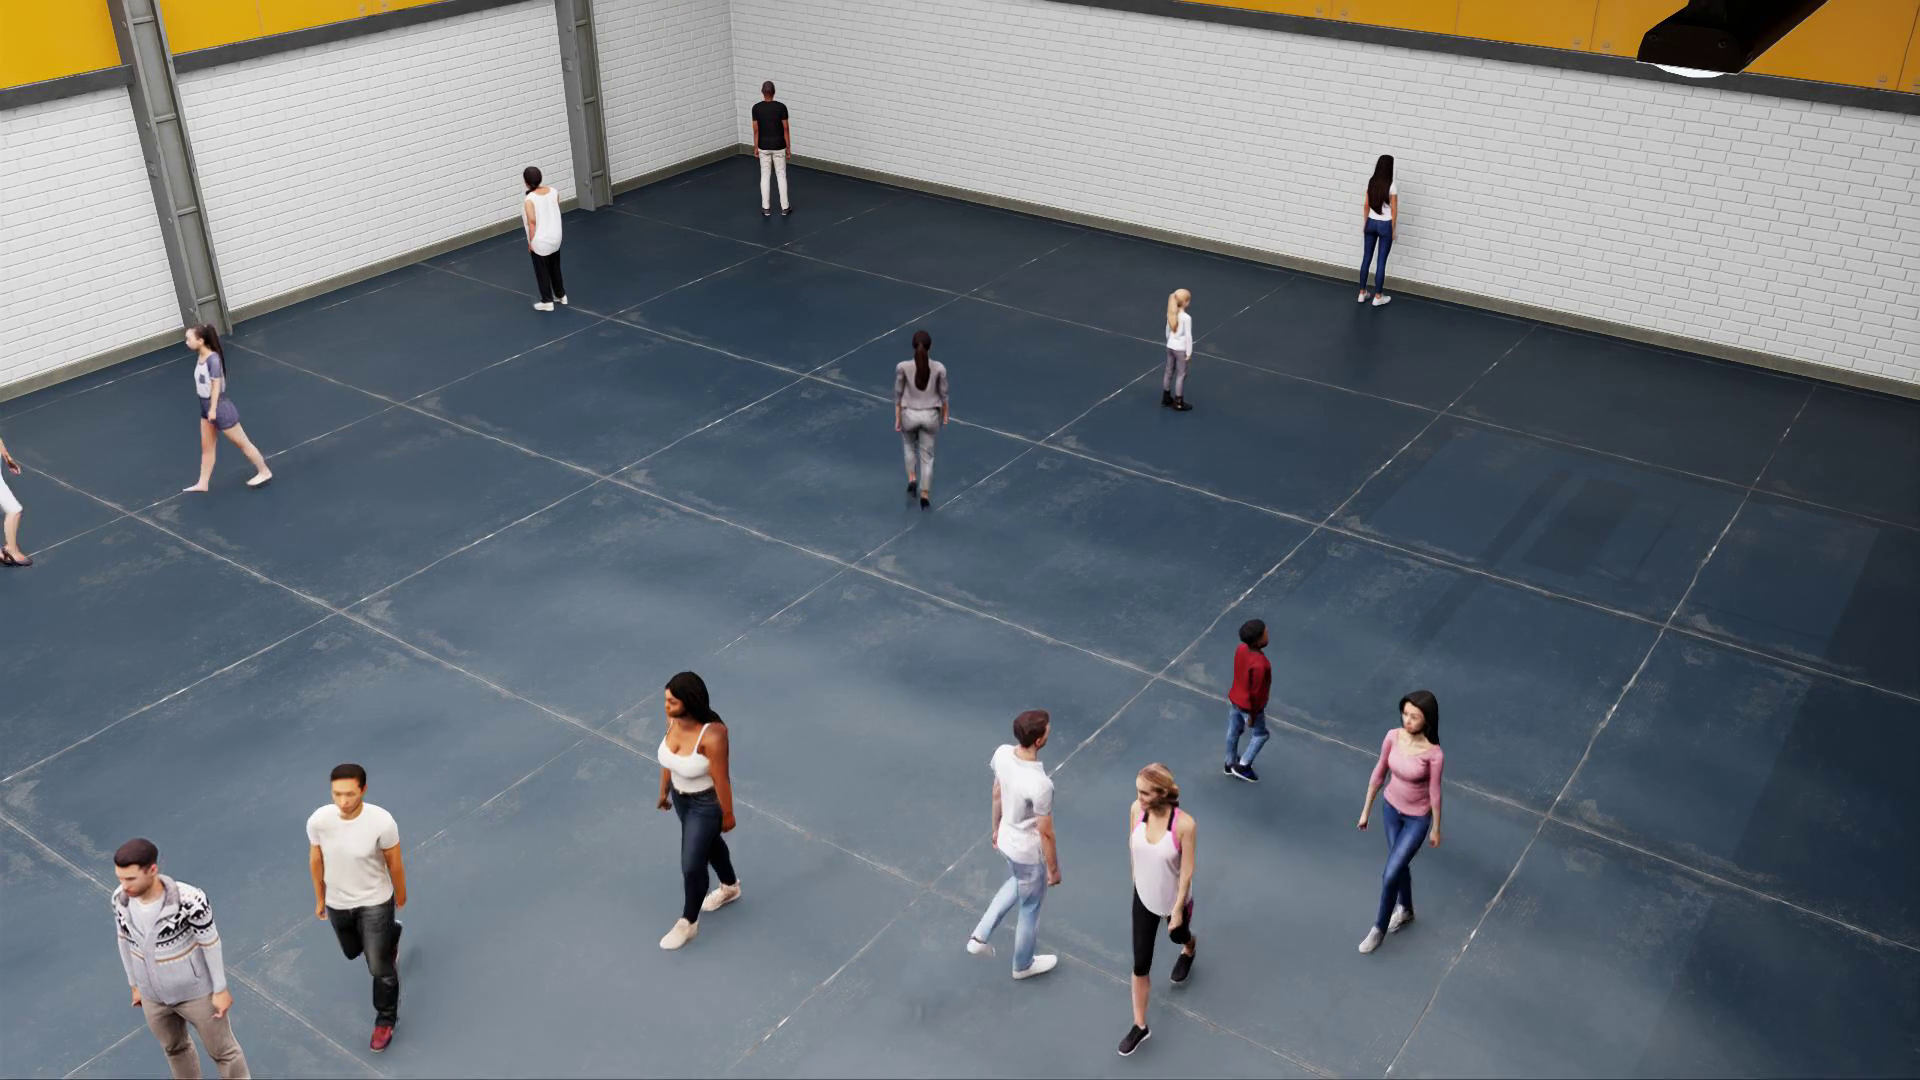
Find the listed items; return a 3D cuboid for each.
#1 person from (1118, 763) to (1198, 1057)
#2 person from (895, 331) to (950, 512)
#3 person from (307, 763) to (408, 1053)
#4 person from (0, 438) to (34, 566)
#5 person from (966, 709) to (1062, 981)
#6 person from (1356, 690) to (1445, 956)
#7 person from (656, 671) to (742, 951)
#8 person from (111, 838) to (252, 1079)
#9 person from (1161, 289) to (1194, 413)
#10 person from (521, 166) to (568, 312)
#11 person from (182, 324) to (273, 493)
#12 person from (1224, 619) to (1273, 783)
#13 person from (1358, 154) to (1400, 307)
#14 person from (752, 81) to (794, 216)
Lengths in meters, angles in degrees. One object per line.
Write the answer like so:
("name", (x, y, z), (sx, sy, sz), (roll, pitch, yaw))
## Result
("person", (1.188, 1.956, 9.269), (0.607, 1.738, 1.151), (17, 33, 28))
("person", (-0.356, -1.024, 14.816), (0.820, 1.657, 0.887), (1, 29, 1))
("person", (-3.302, 1.933, 9.265), (0.999, 1.783, 1.148), (2, 29, 4))
("person", (-8.188, -0.542, 13.853), (0.774, 1.734, 0.718), (-9, 30, -15))
("person", (0.288, 1.792, 9.464), (0.909, 1.841, 0.832), (-15, 32, -26))
("person", (2.709, 1.617, 9.902), (0.887, 1.727, 0.755), (-20, 34, -32))
("person", (-1.482, 1.532, 9.994), (0.991, 1.788, 0.782), (-24, 36, -36))
("person", (-4.017, 2.276, 8.556), (0.771, 1.860, 0.739), (4, 29, 7))
("person", (2.208, -1.942, 16.896), (0.572, 1.278, 0.554), (-19, 34, -30))
("person", (-4.866, -3.523, 19.366), (0.723, 1.688, 0.548), (16, 33, 27))
("person", (-6.669, -1.192, 15.173), (1.066, 1.611, 0.763), (-24, 36, -36))
("person", (1.910, 1.103, 11.345), (0.614, 1.248, 0.579), (-12, 31, -20))
("person", (4.900, -3.635, 19.481), (0.583, 1.774, 0.630), (-24, 37, -37))
("person", (-2.545, -5.302, 22.506), (0.767, 1.805, 0.800), (-1, 29, -2))
